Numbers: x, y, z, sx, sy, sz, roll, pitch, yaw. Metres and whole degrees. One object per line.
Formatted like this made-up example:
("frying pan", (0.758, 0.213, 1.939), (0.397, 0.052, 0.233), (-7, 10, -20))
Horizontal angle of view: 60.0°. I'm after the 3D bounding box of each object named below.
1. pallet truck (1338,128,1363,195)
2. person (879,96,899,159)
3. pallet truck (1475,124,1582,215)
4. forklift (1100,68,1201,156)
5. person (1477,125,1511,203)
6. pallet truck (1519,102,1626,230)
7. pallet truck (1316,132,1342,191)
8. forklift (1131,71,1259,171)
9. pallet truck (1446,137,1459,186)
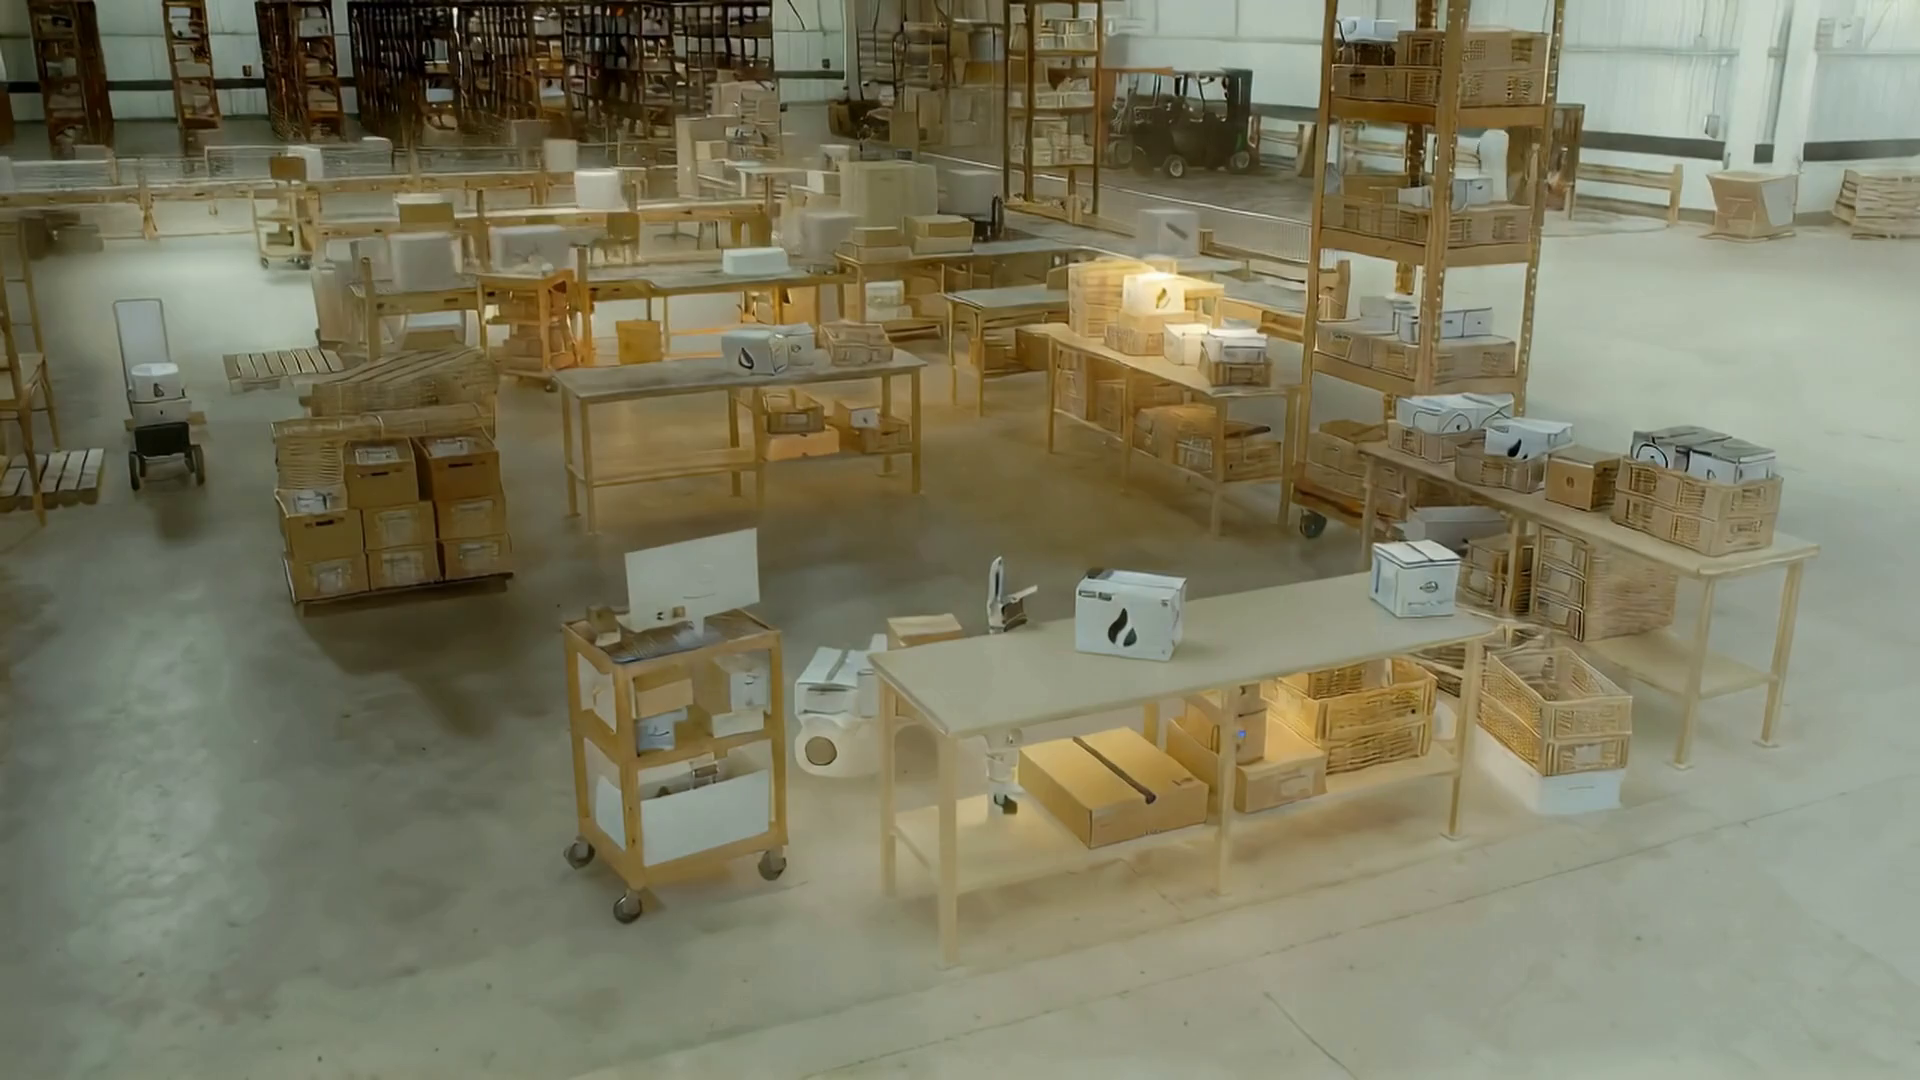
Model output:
("pallet truck", (7.845, -7.140, 31.411), (1.522, 1.261, 0.704), (-9, 20, -25))
("person", (-1.209, -6.308, 27.564), (0.382, 2.041, 0.616), (-5, 18, -15))
("pallet truck", (9.707, -6.455, 28.103), (1.885, 1.965, 0.823), (-7, 19, -20))
("forklift", (4.082, -9.564, 37.410), (2.680, 1.987, 1.157), (-8, 19, -23))
("person", (8.193, -5.665, 25.840), (0.650, 1.860, 0.916), (-8, 19, -24))
("pallet truck", (9.972, -6.037, 26.785), (1.885, 1.965, 0.823), (-9, 20, -25))
("pallet truck", (7.723, -7.504, 32.656), (1.601, 1.201, 0.680), (-8, 19, -23))
("forklift", (4.998, -8.936, 35.413), (2.680, 1.987, 1.157), (-9, 20, -25))
("pallet truck", (9.184, -6.485, 29.328), (1.630, 1.274, 0.653), (-8, 19, -23))
